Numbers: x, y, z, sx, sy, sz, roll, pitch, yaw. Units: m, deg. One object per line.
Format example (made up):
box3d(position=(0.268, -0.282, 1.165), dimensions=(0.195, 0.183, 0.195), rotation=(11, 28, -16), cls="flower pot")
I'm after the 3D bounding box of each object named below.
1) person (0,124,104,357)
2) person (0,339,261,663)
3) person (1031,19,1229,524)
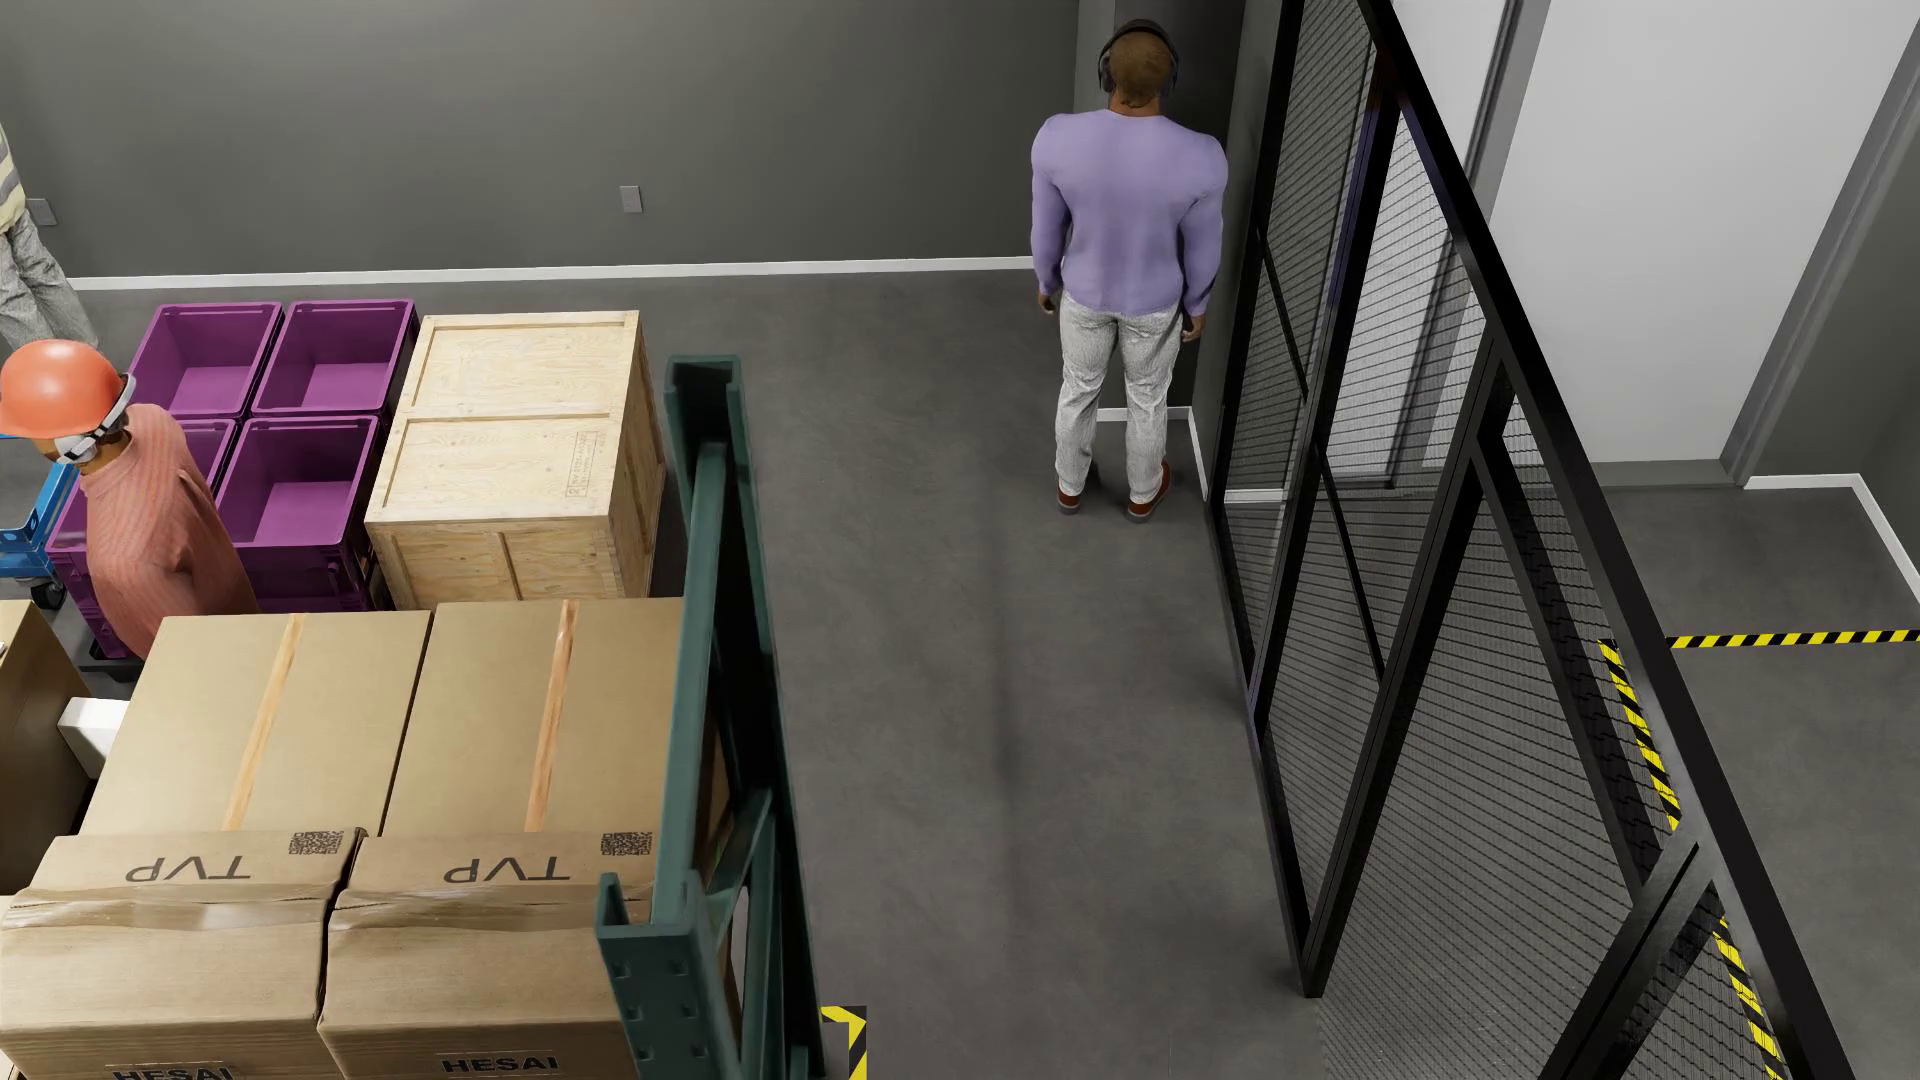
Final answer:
box3d(position=(-3.559, -1.187, 5.962), dimensions=(0.403, 1.830, 0.599), rotation=(1, 46, 1), cls="person")
box3d(position=(-2.057, 0.259, 4.470), dimensions=(0.388, 1.992, 0.625), rotation=(-12, 48, -11), cls="person")
box3d(position=(0.538, -0.834, 5.553), dimensions=(0.628, 1.939, 0.373), rotation=(10, 47, 10), cls="person")
